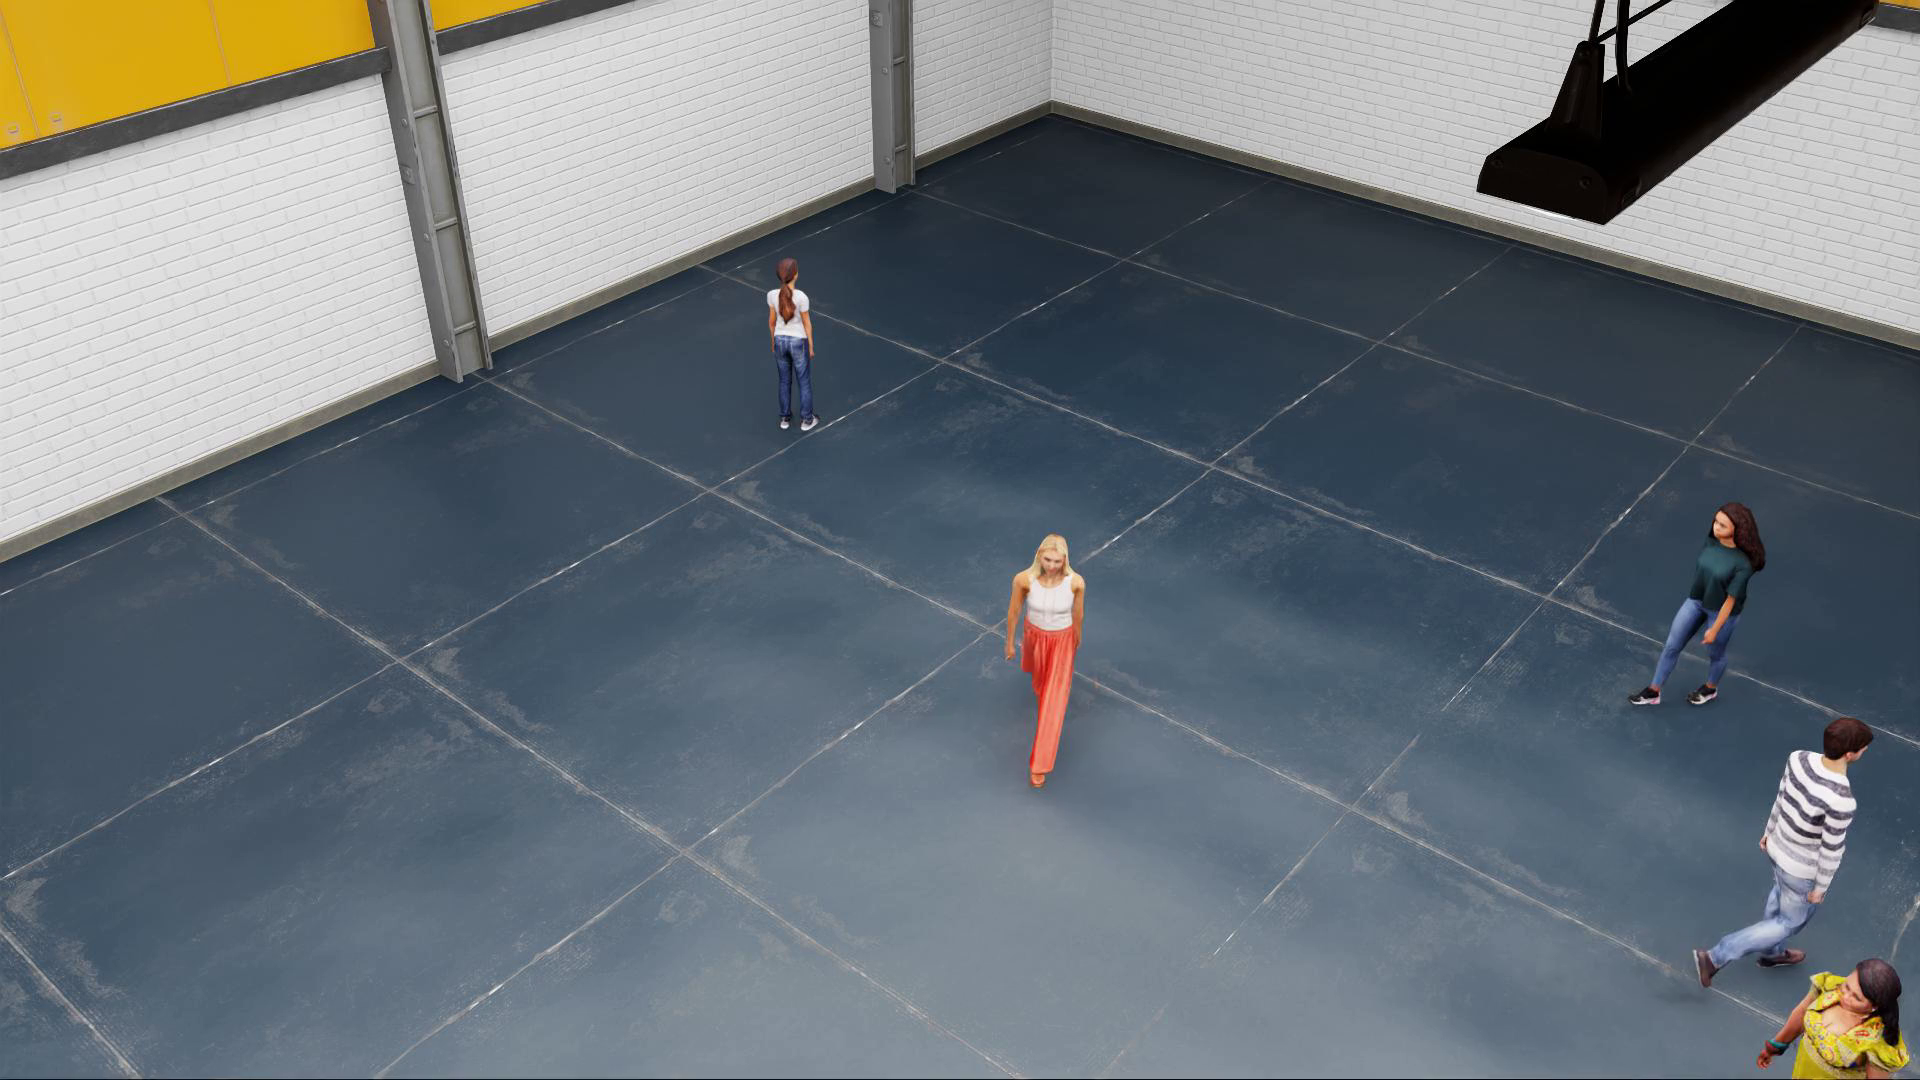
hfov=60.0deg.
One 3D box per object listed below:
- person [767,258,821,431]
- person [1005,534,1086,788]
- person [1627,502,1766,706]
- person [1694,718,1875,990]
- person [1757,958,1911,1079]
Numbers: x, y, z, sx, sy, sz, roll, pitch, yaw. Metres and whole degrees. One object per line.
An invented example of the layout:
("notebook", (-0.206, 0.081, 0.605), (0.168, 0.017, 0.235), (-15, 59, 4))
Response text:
("person", (-1.447, -1.691, 14.288), (0.610, 1.562, 0.625), (9, 35, 13))
("person", (0.571, 0.614, 10.664), (1.128, 1.736, 1.389), (6, 34, 9))
("person", (5.071, 0.450, 11.042), (1.010, 1.590, 0.848), (-14, 36, -20))
("person", (4.413, 1.714, 8.924), (1.141, 1.830, 1.055), (-5, 34, -7))
("person", (4.163, 2.553, 7.854), (1.337, 1.617, 1.228), (-6, 34, -9))
